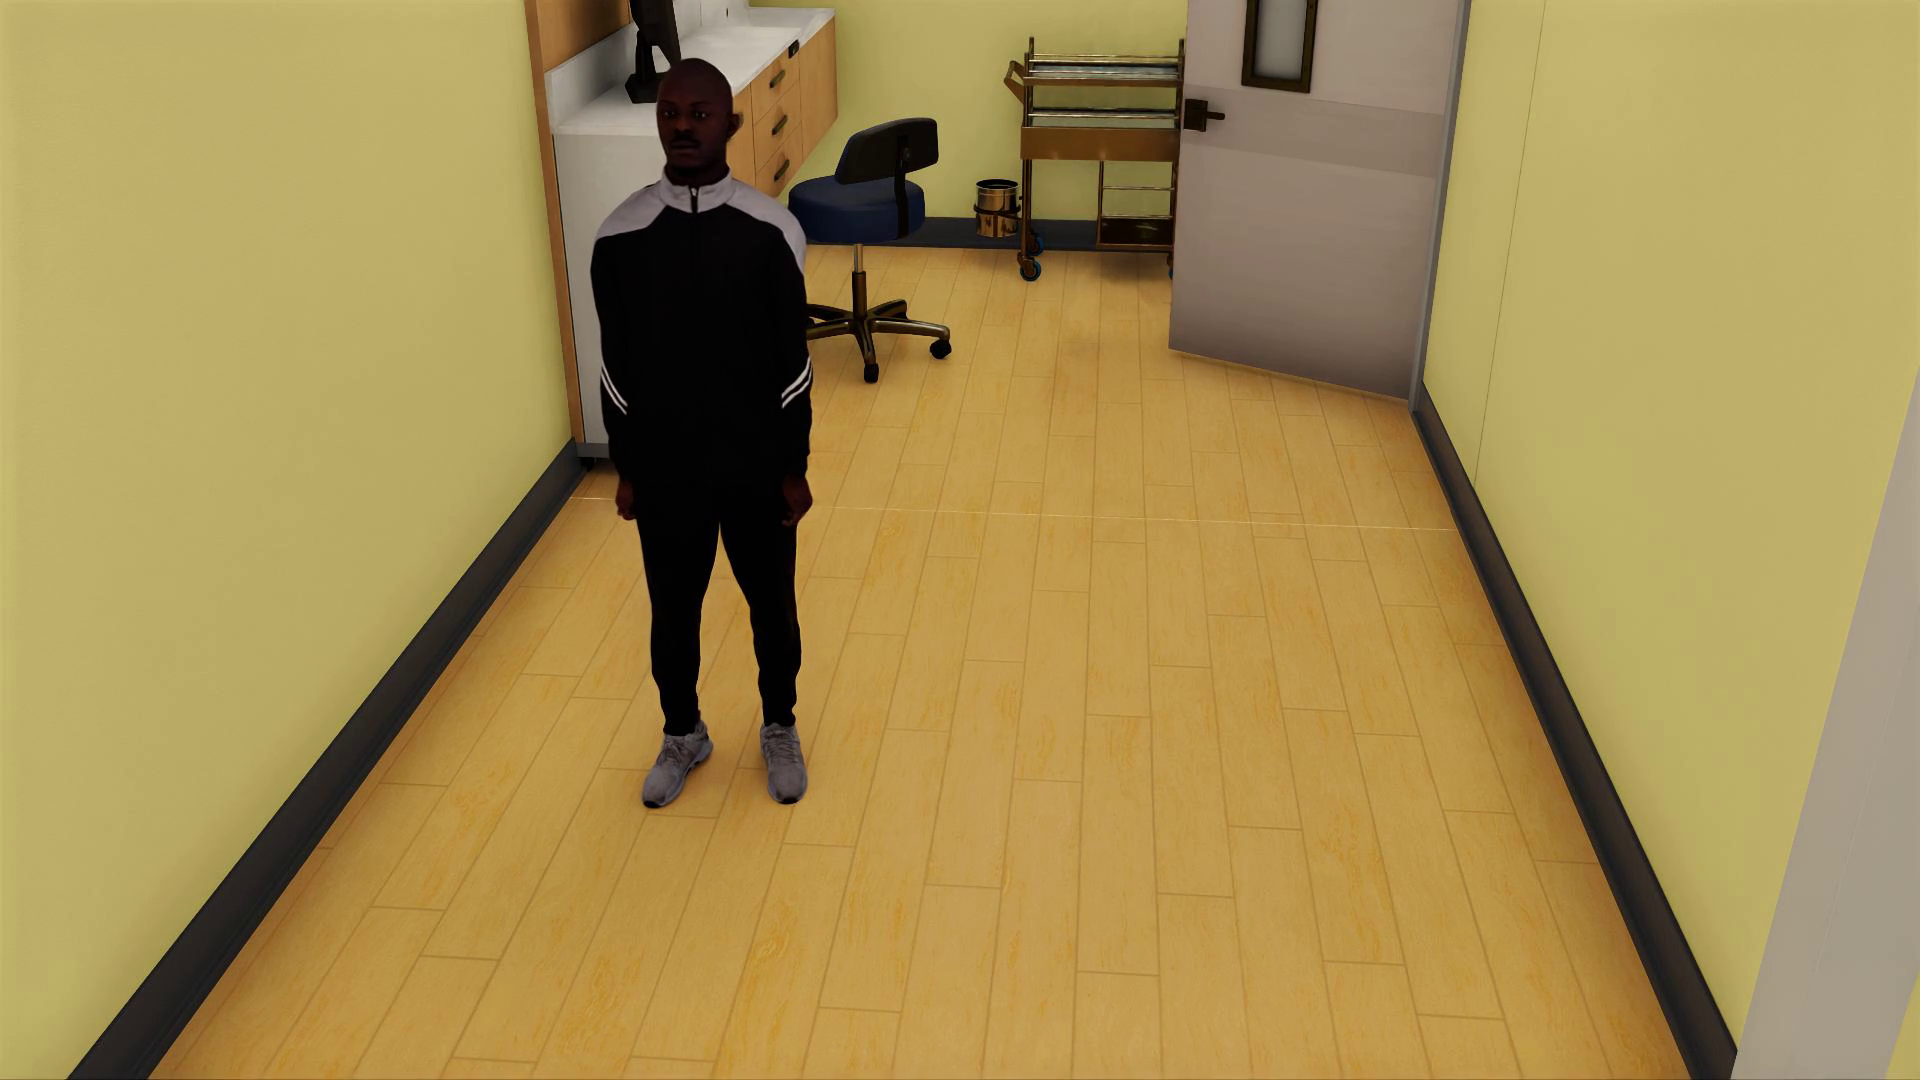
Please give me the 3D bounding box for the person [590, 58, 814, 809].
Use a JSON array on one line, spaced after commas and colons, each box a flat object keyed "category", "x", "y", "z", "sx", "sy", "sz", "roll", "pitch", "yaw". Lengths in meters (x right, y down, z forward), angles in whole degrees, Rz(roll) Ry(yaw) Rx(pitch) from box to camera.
[{"category": "person", "x": -0.595, "y": -0.229, "z": 4.004, "sx": 0.532, "sy": 1.828, "sz": 0.740, "roll": -1, "pitch": 26, "yaw": -2}]
